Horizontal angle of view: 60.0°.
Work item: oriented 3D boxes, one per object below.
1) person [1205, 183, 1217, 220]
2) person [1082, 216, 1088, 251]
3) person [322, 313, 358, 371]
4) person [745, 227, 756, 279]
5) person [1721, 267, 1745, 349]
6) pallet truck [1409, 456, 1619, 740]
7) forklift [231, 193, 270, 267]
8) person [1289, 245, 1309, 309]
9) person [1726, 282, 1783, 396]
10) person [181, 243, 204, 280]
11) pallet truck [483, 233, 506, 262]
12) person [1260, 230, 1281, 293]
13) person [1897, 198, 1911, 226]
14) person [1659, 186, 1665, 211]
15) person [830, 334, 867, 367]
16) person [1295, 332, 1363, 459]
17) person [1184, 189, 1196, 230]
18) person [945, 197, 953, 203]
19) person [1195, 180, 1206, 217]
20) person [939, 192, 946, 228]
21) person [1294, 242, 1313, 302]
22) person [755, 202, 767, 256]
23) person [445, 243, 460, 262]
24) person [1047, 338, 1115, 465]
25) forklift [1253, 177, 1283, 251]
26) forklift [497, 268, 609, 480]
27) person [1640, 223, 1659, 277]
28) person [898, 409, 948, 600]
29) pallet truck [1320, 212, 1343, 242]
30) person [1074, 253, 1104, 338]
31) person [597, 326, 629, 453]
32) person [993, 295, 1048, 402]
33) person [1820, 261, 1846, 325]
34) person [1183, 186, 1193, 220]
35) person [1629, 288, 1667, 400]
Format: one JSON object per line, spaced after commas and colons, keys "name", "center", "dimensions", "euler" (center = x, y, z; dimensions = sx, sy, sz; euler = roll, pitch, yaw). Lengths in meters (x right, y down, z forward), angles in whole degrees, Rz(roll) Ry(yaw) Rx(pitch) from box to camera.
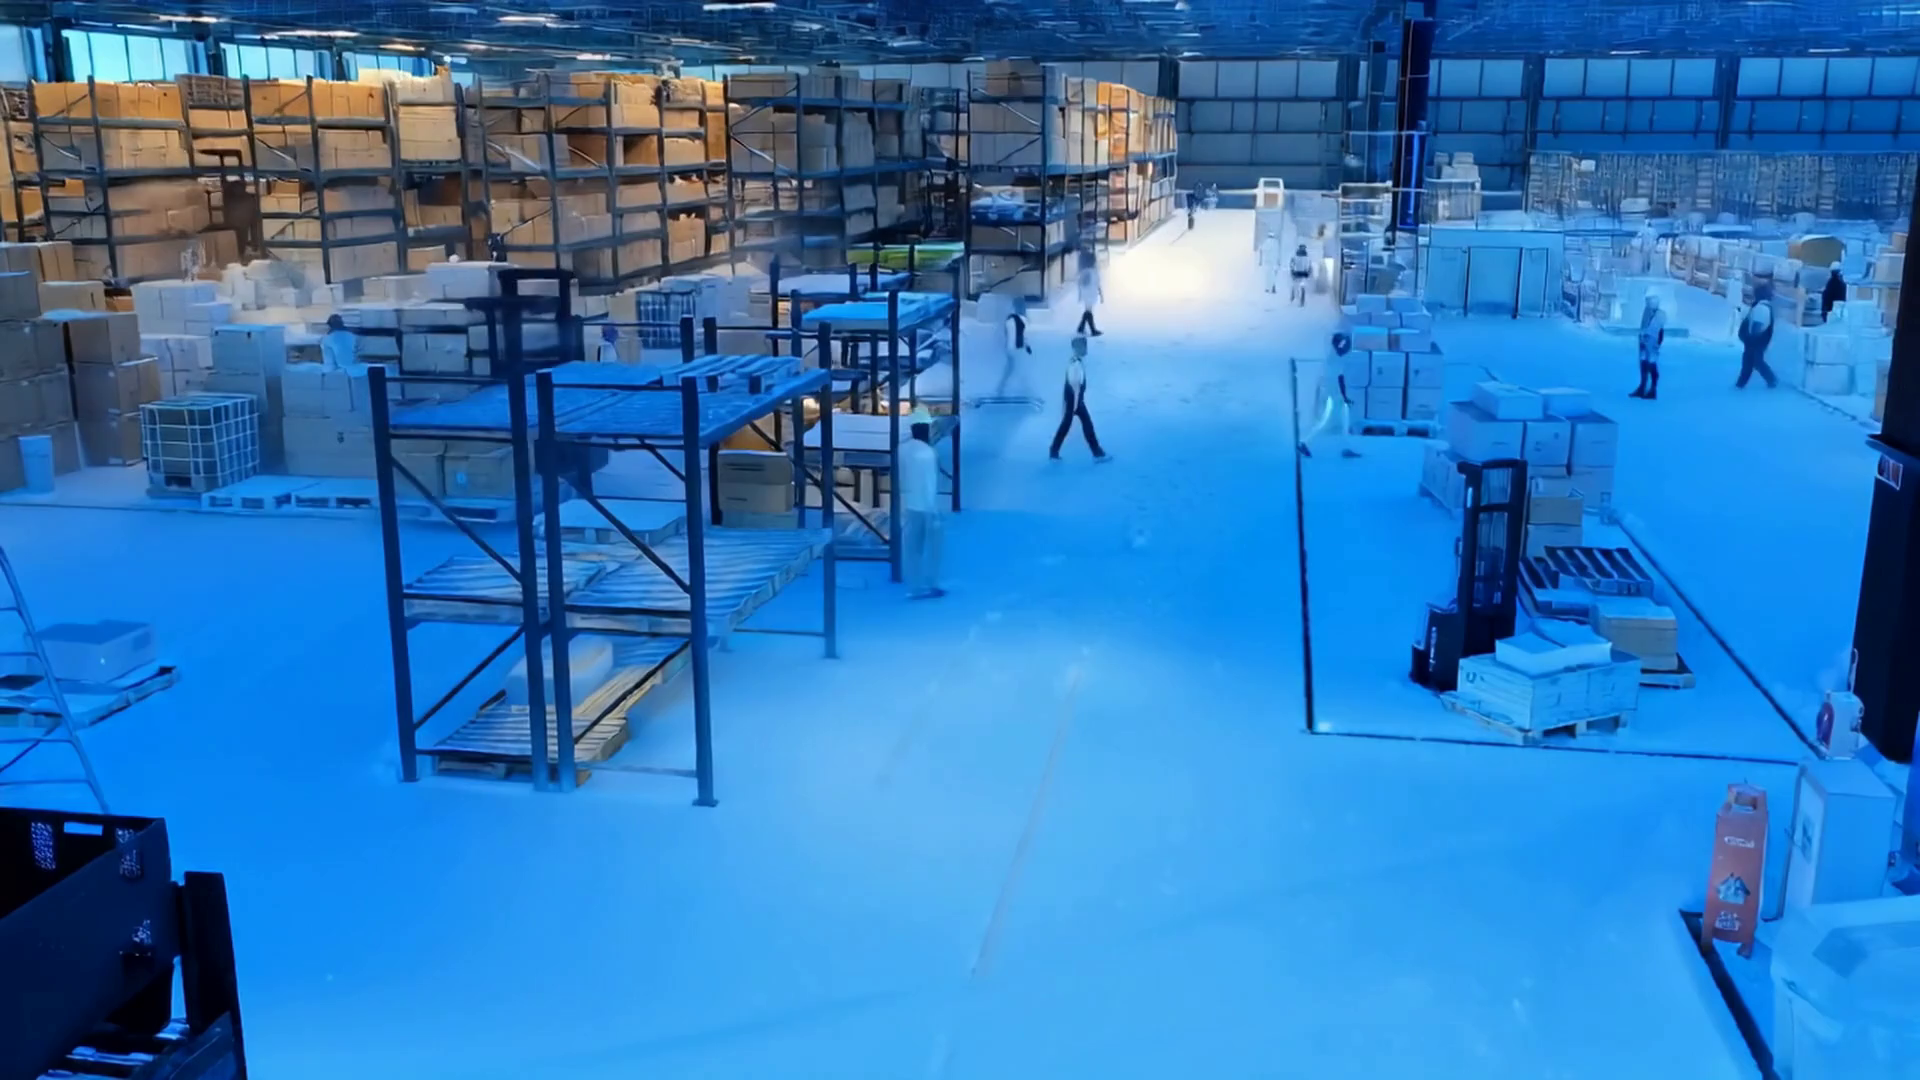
{"name": "person", "center": [13.273, -17.865, 87.730], "dimensions": [0.611, 1.919, 0.863], "euler": [-5, 15, -21]}
{"name": "person", "center": [4.423, -10.799, 59.644], "dimensions": [0.444, 1.615, 0.513], "euler": [1, 14, 4]}
{"name": "person", "center": [-9.321, -2.443, 25.062], "dimensions": [0.355, 1.937, 0.634], "euler": [7, 15, 25]}
{"name": "person", "center": [-6.648, -9.095, 52.696], "dimensions": [0.507, 1.632, 0.265], "euler": [13, 19, 43]}
{"name": "person", "center": [16.681, -5.005, 35.837], "dimensions": [0.527, 1.760, 0.332], "euler": [-10, 17, -35]}
{"name": "pallet truck", "center": [4.504, 0.400, 13.395], "dimensions": [0.823, 1.965, 1.885], "euler": [-6, 15, -23]}
{"name": "forklift", "center": [-20.785, -8.733, 48.661], "dimensions": [1.873, 2.768, 1.129], "euler": [1, 14, 4]}
{"name": "person", "center": [8.929, -6.942, 43.848], "dimensions": [0.557, 1.672, 0.526], "euler": [-6, 15, -24]}
{"name": "person", "center": [14.206, -3.586, 29.490], "dimensions": [0.914, 2.000, 0.684], "euler": [10, 17, 36]}
{"name": "person", "center": [-20.968, -7.306, 45.492], "dimensions": [0.534, 1.608, 0.768], "euler": [-8, 16, -29]}
{"name": "pallet truck", "center": [-11.832, -7.026, 43.548], "dimensions": [1.885, 1.965, 0.823], "euler": [8, 16, 28]}
{"name": "person", "center": [8.941, -8.006, 47.890], "dimensions": [0.603, 1.815, 0.508], "euler": [1, 14, 4]}
{"name": "person", "center": [39.934, -13.571, 70.470], "dimensions": [0.591, 1.828, 0.404], "euler": [-6, 15, -23]}
{"name": "person", "center": [37.608, -18.181, 89.255], "dimensions": [0.962, 1.797, 0.592], "euler": [4, 14, 14]}
{"name": "person", "center": [-2.151, -4.335, 32.982], "dimensions": [0.909, 1.836, 0.513], "euler": [-1, 14, -5]}
{"name": "person", "center": [5.284, -2.050, 23.703], "dimensions": [0.942, 1.832, 0.524], "euler": [1, 14, 5]}
{"name": "person", "center": [10.821, -15.524, 78.231], "dimensions": [0.556, 1.899, 0.933], "euler": [2, 14, 10]}
{"name": "person", "center": [-0.456, -15.002, 76.051], "dimensions": [0.359, 1.938, 0.635], "euler": [-9, 16, -32]}
{"name": "person", "center": [13.036, -18.473, 90.069], "dimensions": [0.613, 1.974, 0.591], "euler": [-9, 17, -34]}
{"name": "person", "center": [-0.751, -14.686, 74.767], "dimensions": [0.355, 1.939, 0.552], "euler": [-3, 14, -12]}
{"name": "person", "center": [9.307, -7.273, 45.189], "dimensions": [0.545, 1.680, 0.635], "euler": [3, 14, 11]}
{"name": "person", "center": [-7.553, -11.651, 62.270], "dimensions": [0.596, 2.022, 0.632], "euler": [-2, 14, -8]}
{"name": "person", "center": [-12.769, -6.505, 41.698], "dimensions": [1.006, 1.871, 0.610], "euler": [-8, 16, -29]}
{"name": "person", "center": [1.671, -1.941, 23.323], "dimensions": [0.983, 1.789, 0.535], "euler": [-3, 14, -12]}
{"name": "forklift", "center": [12.083, -12.747, 64.956], "dimensions": [1.129, 2.768, 1.873], "euler": [3, 14, 10]}
{"name": "forklift", "center": [-5.575, -2.211, 22.180], "dimensions": [1.129, 2.768, 1.873], "euler": [3, 14, 10]}
{"name": "person", "center": [22.041, -9.270, 53.213], "dimensions": [0.530, 1.727, 0.881], "euler": [4, 14, 16]}
{"name": "person", "center": [-0.368, -0.352, 16.645], "dimensions": [0.501, 1.897, 0.624], "euler": [-10, 17, -36]}
{"name": "pallet truck", "center": [15.874, -13.227, 70.310], "dimensions": [0.680, 1.201, 1.601], "euler": [10, 17, 35]}
{"name": "person", "center": [2.884, -5.490, 37.469], "dimensions": [0.959, 1.938, 0.611], "euler": [-13, 19, -42]}
{"name": "person", "center": [-5.087, -2.207, 24.220], "dimensions": [0.355, 1.883, 0.574], "euler": [-6, 15, -24]}
{"name": "person", "center": [1.012, -3.272, 28.573], "dimensions": [0.997, 1.864, 0.610], "euler": [3, 14, 10]}
{"name": "person", "center": [17.908, -4.721, 34.190], "dimensions": [0.375, 1.997, 0.608], "euler": [-1, 14, -4]}
{"name": "person", "center": [12.000, -17.768, 87.637], "dimensions": [0.527, 1.768, 0.331], "euler": [4, 14, 14]}
{"name": "person", "center": [12.037, -3.426, 29.051], "dimensions": [0.362, 1.939, 0.542], "euler": [-4, 14, -16]}
